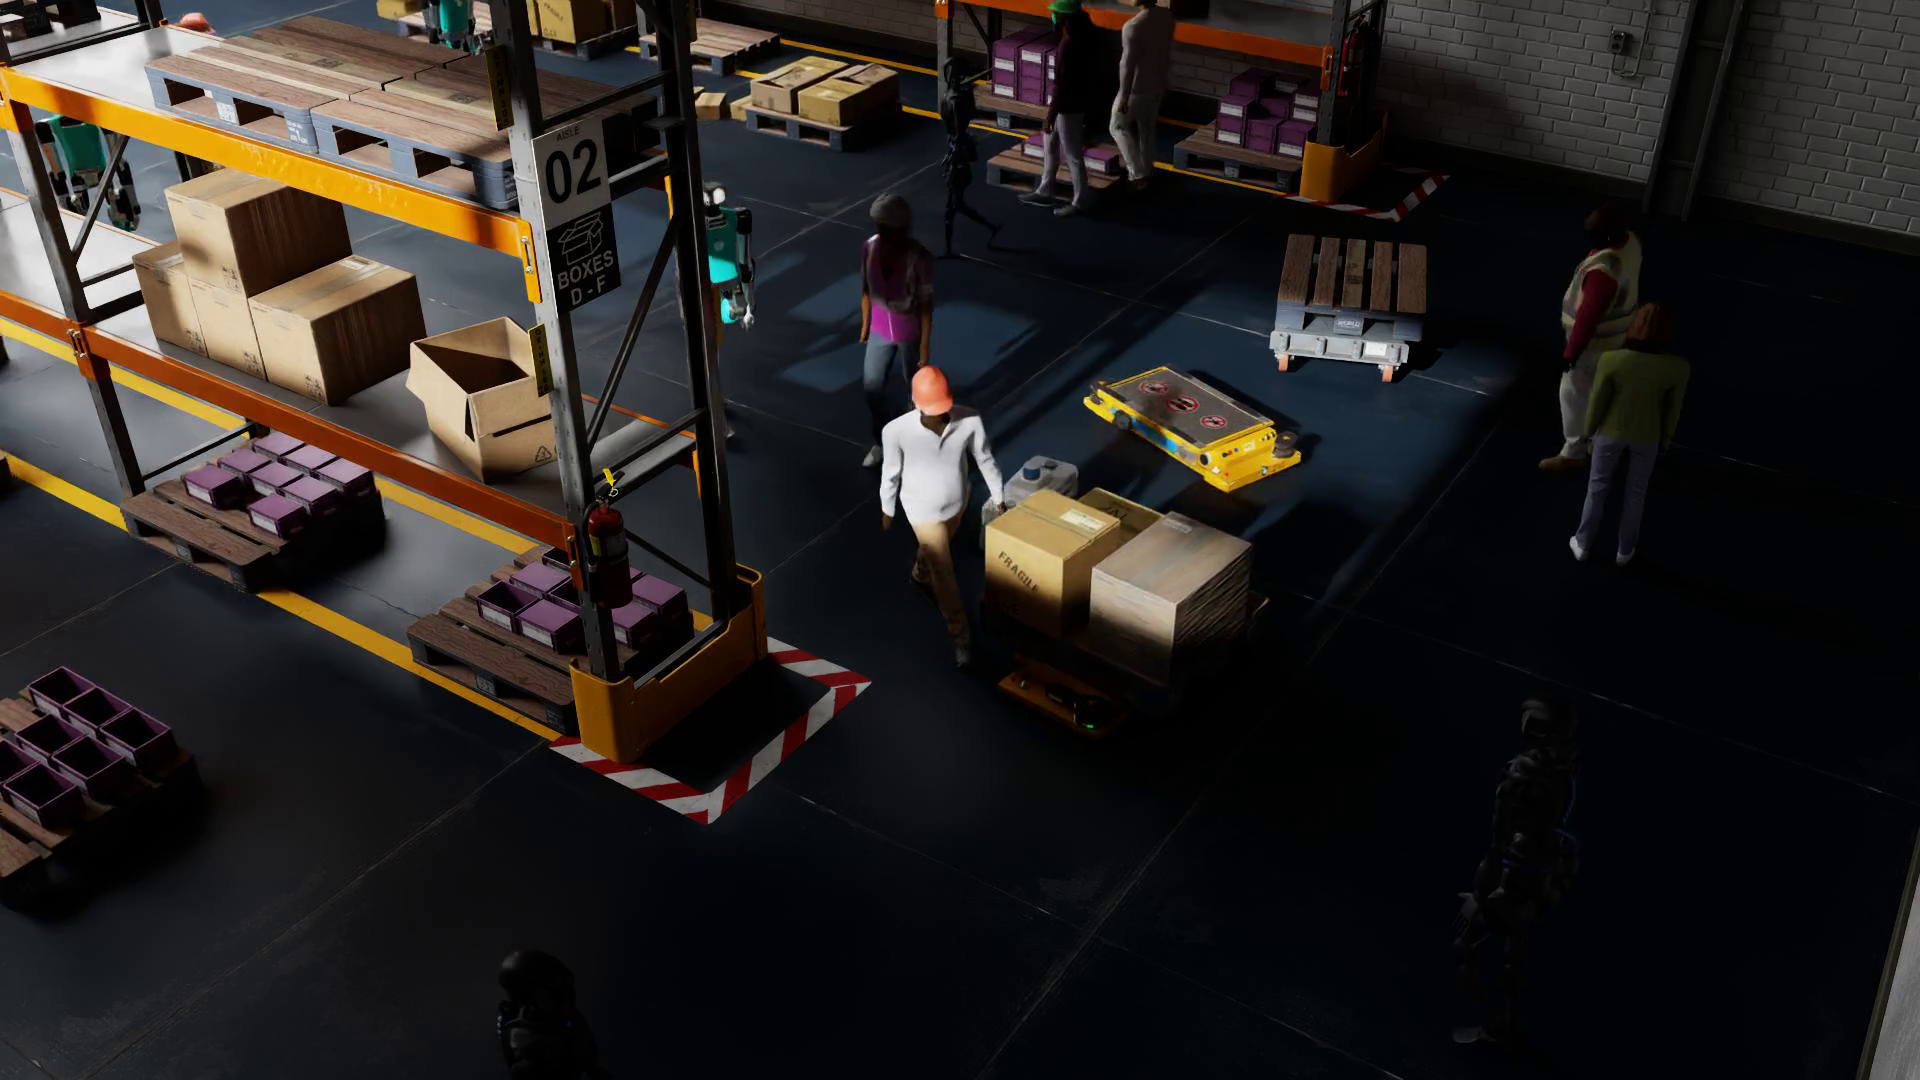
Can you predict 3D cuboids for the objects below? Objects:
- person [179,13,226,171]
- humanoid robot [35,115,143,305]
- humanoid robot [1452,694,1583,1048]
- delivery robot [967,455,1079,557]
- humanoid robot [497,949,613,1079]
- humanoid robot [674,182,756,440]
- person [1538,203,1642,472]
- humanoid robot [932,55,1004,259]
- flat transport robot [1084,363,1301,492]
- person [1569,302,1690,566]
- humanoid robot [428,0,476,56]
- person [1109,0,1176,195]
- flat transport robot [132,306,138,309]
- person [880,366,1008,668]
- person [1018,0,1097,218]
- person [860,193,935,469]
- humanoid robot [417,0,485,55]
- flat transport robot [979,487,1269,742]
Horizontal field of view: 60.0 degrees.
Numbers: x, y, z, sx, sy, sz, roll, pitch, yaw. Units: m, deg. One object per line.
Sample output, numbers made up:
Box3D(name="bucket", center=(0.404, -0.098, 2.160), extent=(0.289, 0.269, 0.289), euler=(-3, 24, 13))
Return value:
Box3D(name="person", center=(-6.289, -3.549, 13.982), extent=(0.422, 1.737, 0.567), euler=(-12, 35, -17))
Box3D(name="humanoid robot", center=(-6.219, -2.300, 12.060), extent=(0.598, 1.770, 0.866), euler=(-10, 34, -16))
Box3D(name="humanoid robot", center=(2.221, 1.331, 6.541), extent=(0.584, 1.636, 0.379), euler=(-25, 41, -33))
Box3D(name="delivery robot", center=(0.412, -0.175, 9.893), extent=(0.499, 0.609, 0.812), euler=(17, 37, 24))
Box3D(name="humanoid robot", center=(-1.364, 1.960, 5.625), extent=(0.791, 1.630, 0.587), euler=(2, 33, 4))
Box3D(name="humanoid robot", center=(-1.643, -1.559, 10.917), extent=(0.545, 1.738, 0.998), euler=(-16, 36, -23))
Box3D(name="person", center=(4.002, -1.297, 10.470), extent=(0.434, 1.809, 0.779), euler=(23, 39, 31))
Box3D(name="humanoid robot", center=(0.055, -3.039, 13.271), extent=(0.630, 1.641, 0.588), euler=(-3, 33, -4))
Box3D(name="flat transport robot", center=(1.529, -0.779, 11.070), extent=(0.659, 0.231, 1.431), euler=(-21, 39, -29))
Box3D(name="person", center=(3.823, -0.594, 9.533), extent=(0.498, 1.633, 0.281), euler=(10, 34, 15))
Box3D(name="humanoid robot", center=(-4.885, -4.497, 15.507), extent=(0.893, 1.840, 0.552), euler=(17, 37, 24))
Box3D(name="person", center=(1.570, -3.901, 14.352), extent=(0.658, 1.927, 0.437), euler=(-25, 40, -33))
Box3D(name="flat transport robot", center=(-6.003, -1.800, 12.640), extent=(1.431, 0.231, 0.659), euler=(20, 38, 28))
Box3D(name="person", center=(-0.093, -0.219, 8.905), extent=(0.650, 1.689, 0.915), euler=(-14, 36, -20))
Box3D(name="person", center=(0.779, -3.650, 13.960), extent=(0.795, 1.925, 0.520), euler=(9, 34, 13))
Box3D(name="person", center=(-0.422, -1.280, 10.409), extent=(0.537, 1.822, 0.668), euler=(12, 35, 18))
Box3D(name="humanoid robot", center=(-4.847, -5.018, 16.256), extent=(0.959, 1.779, 0.556), euler=(25, 41, 33))
Box3D(name="flat transport robot", center=(0.904, 0.557, 9.017), extent=(0.659, 0.231, 1.431), euler=(25, 40, 33))
